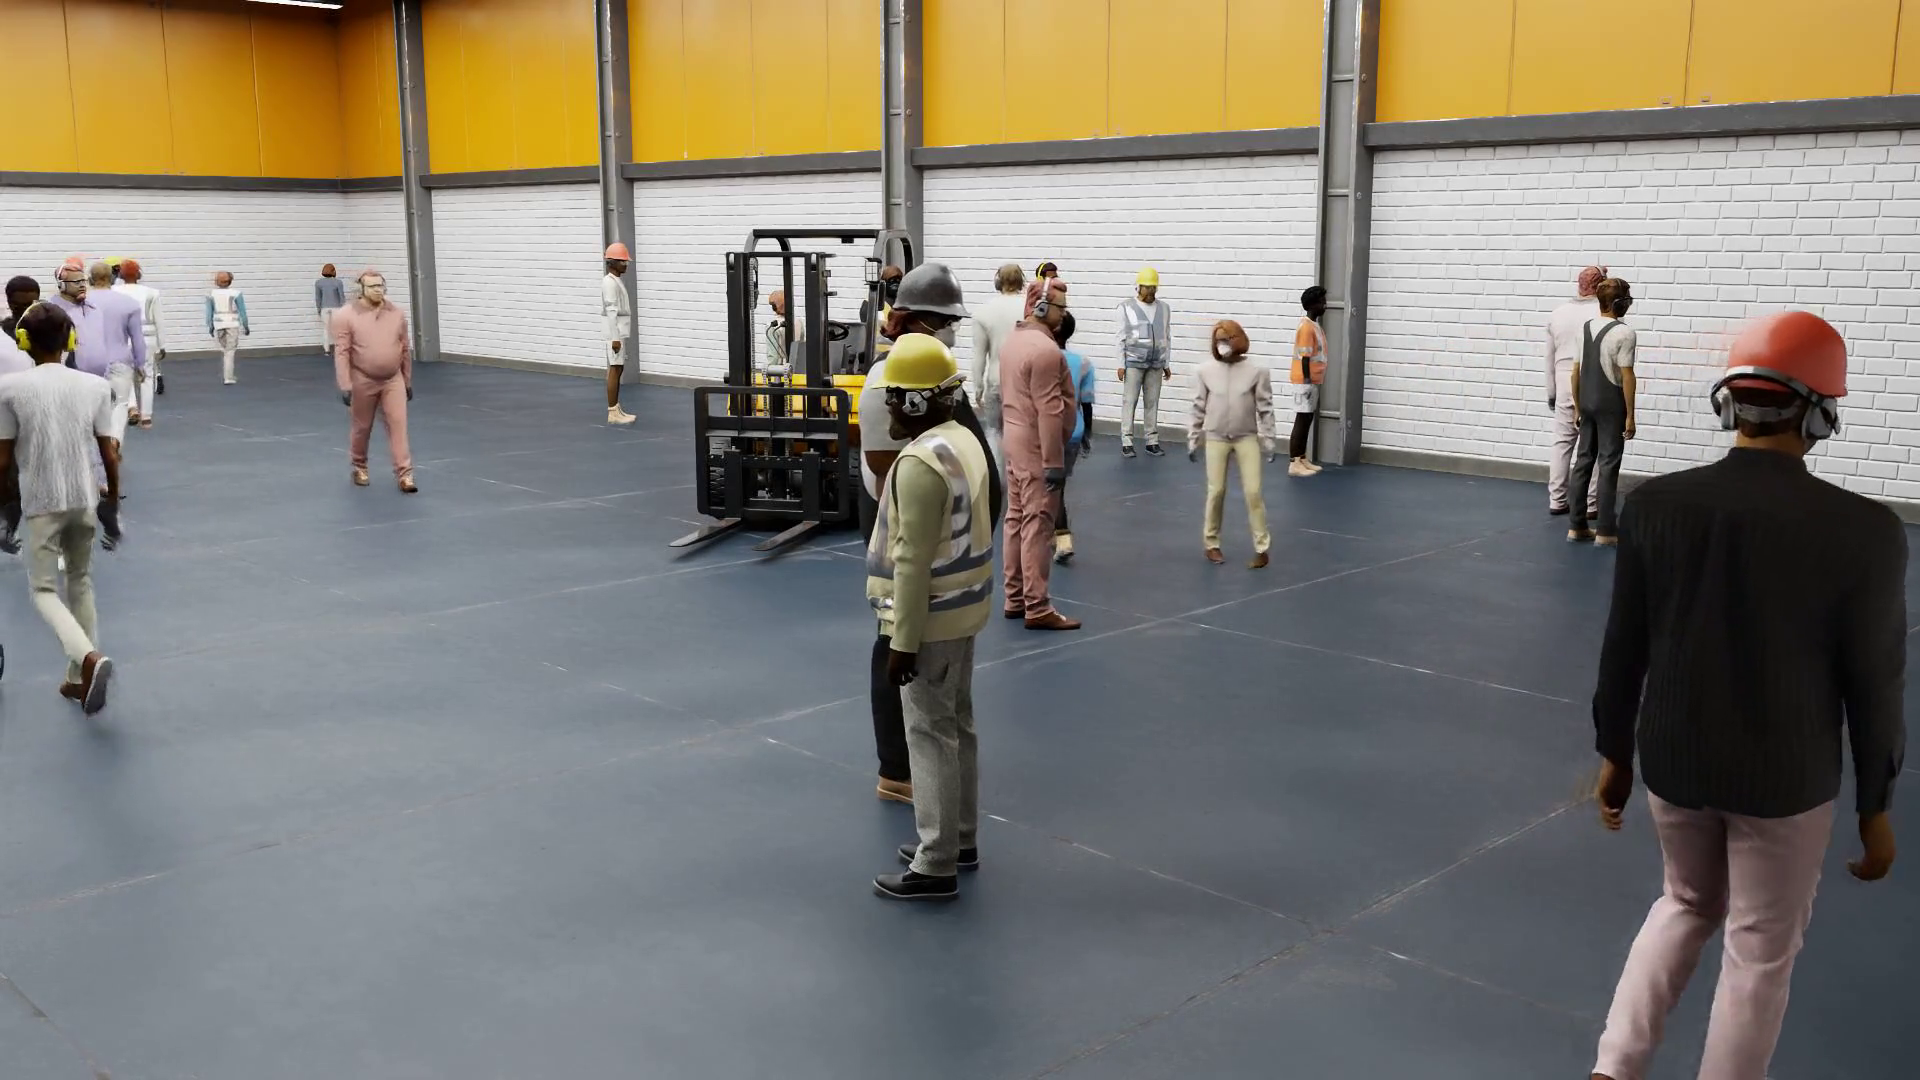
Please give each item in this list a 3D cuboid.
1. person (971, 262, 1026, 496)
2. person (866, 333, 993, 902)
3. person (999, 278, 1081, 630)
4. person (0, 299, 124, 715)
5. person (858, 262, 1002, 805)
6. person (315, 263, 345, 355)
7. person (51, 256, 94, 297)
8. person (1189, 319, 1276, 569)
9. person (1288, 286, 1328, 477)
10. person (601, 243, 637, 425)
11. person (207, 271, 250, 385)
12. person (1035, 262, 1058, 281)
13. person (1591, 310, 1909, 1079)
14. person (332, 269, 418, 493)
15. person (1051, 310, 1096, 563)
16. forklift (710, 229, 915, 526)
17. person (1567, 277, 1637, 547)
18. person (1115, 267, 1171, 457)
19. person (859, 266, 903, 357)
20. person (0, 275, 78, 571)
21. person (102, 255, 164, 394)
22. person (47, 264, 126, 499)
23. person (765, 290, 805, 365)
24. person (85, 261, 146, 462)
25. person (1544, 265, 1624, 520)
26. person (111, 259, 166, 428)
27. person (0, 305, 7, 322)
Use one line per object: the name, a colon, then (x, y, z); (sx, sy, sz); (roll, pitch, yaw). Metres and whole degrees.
person: (0.411, -1.224, 13.157); (0.646, 1.923, 0.481); (0, 10, -2)
person: (-0.101, 0.249, 5.392); (0.403, 1.825, 0.591); (2, 11, 13)
person: (0.439, -0.468, 9.082); (0.400, 1.902, 0.643); (-3, 11, -16)
person: (-3.973, -0.132, 7.381); (0.703, 1.853, 0.517); (9, 14, 40)
person: (-0.109, -0.036, 6.340); (0.536, 2.000, 0.684); (2, 11, 12)
person: (-11.188, -4.096, 29.586); (0.504, 1.632, 0.269); (0, 10, -2)
person: (-11.422, -2.729, 21.512); (0.535, 1.863, 0.984); (-7, 12, -33)
person: (1.760, -0.627, 10.762); (0.546, 1.605, 0.378); (3, 11, 15)
person: (3.102, -1.409, 14.791); (0.317, 1.689, 0.530); (4, 11, 19)
person: (-3.863, -2.331, 18.852); (0.372, 2.040, 0.616); (-1, 10, -6)
person: (-10.498, -3.058, 23.957); (0.534, 1.613, 0.632); (1, 10, 5)
person: (0.838, -1.796, 16.406); (0.329, 1.871, 0.513); (7, 13, 34)
person: (1.700, 0.498, 3.616); (0.460, 1.976, 0.624); (-8, 13, -35)
person: (-4.919, -1.340, 13.978); (0.666, 1.860, 1.008); (-7, 13, -35)
person: (0.645, -0.697, 10.995); (0.528, 1.655, 0.866); (-4, 11, -21)
forklift: (-1.050, -1.319, 12.920); (1.214, 2.155, 2.313); (2, 11, 13)
person: (4.434, -0.873, 11.437); (0.334, 1.845, 0.513); (-5, 12, -26)
person: (1.782, -1.718, 16.084); (0.589, 1.832, 0.404); (-4, 11, -20)
person: (-0.639, -1.688, 15.890); (0.636, 1.842, 0.429); (-5, 12, -27)
person: (-5.957, -0.745, 10.652); (0.611, 1.893, 0.610); (10, 14, 43)
person: (-11.079, -2.868, 22.232); (0.854, 1.885, 0.601); (3, 11, 18)
person: (-6.995, -1.235, 13.245); (0.410, 1.909, 0.643); (3, 11, 15)
person: (-1.592, -1.450, 15.153); (0.311, 1.636, 0.521); (6, 12, 31)
person: (-7.856, -1.601, 15.288); (0.670, 1.907, 0.850); (-3, 11, -16)
person: (4.730, -1.111, 12.565); (0.400, 1.910, 0.643); (-7, 13, -34)
person: (-9.122, -2.169, 18.431); (0.591, 1.867, 0.411); (-5, 12, -26)
person: (-8.828, -1.497, 14.907); (0.638, 1.833, 0.516); (0, 10, -1)
